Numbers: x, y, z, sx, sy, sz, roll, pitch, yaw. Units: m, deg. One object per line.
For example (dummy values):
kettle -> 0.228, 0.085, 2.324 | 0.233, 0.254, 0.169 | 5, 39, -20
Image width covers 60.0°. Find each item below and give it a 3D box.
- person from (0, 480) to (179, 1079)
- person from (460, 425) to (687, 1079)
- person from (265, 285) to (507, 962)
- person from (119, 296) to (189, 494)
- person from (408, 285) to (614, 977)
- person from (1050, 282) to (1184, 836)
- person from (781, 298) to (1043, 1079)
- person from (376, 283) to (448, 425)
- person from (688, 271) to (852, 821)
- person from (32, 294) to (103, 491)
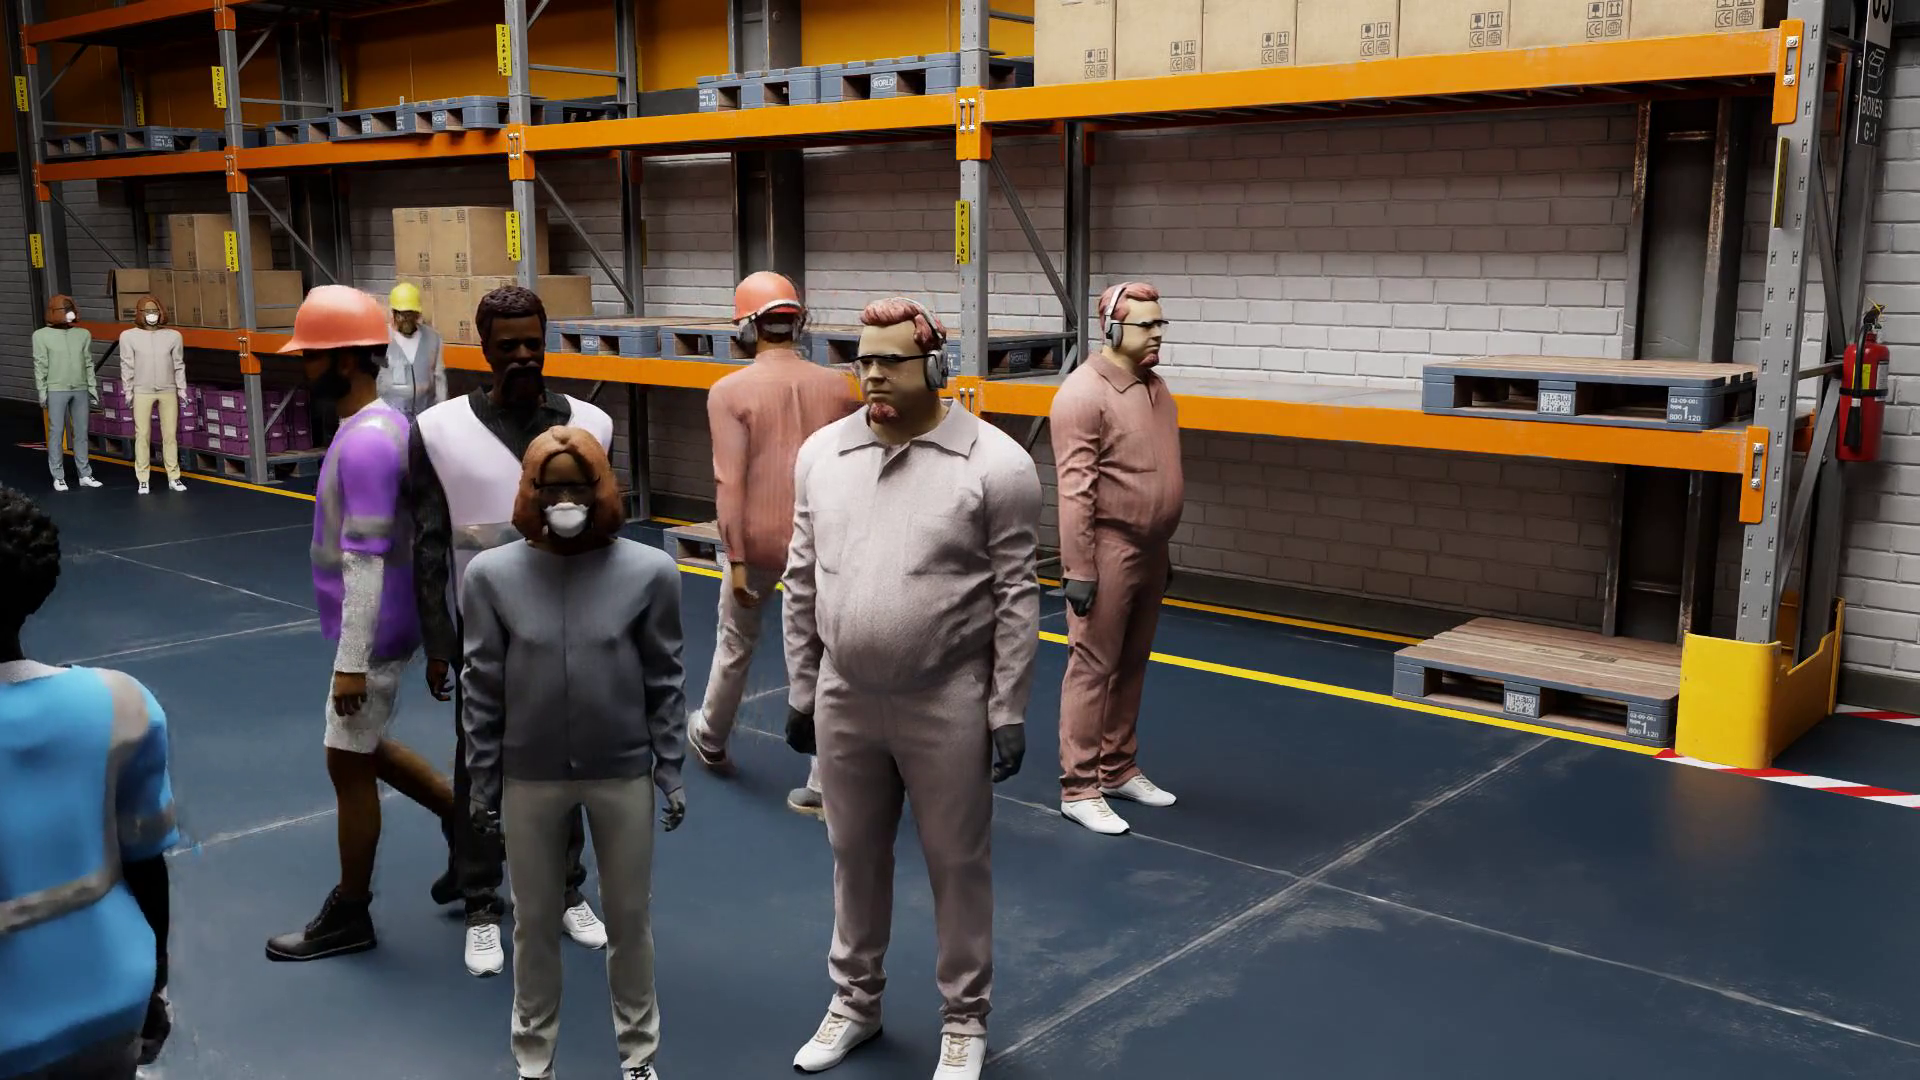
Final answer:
person -> -1.398, 0.747, 2.547 | 0.676, 1.677, 0.533 | 6, 11, 30
person -> -0.875, 0.550, 3.811 | 0.504, 1.632, 0.281 | -2, 10, -9
person -> -1.677, 0.241, 4.742 | 0.648, 1.924, 0.567 | -3, 10, -17
person -> -6.662, -1.201, 13.774 | 0.497, 1.634, 0.278 | -8, 13, -37
person -> -1.244, 0.245, 4.730 | 0.587, 1.920, 0.392 | -6, 12, -32
person -> 0.582, 0.057, 5.842 | 0.402, 1.906, 0.652 | 7, 12, 34
person -> -0.141, 0.380, 3.998 | 0.651, 1.907, 0.409 | 4, 11, 21
person -> -3.843, -0.883, 11.563 | 0.604, 1.778, 0.752 | -8, 13, -39
person -> -0.681, -0.005, 6.108 | 0.582, 1.926, 1.082 | -6, 12, -31
person -> -7.496, -1.237, 13.973 | 0.274, 1.636, 0.507 | 7, 12, 33
